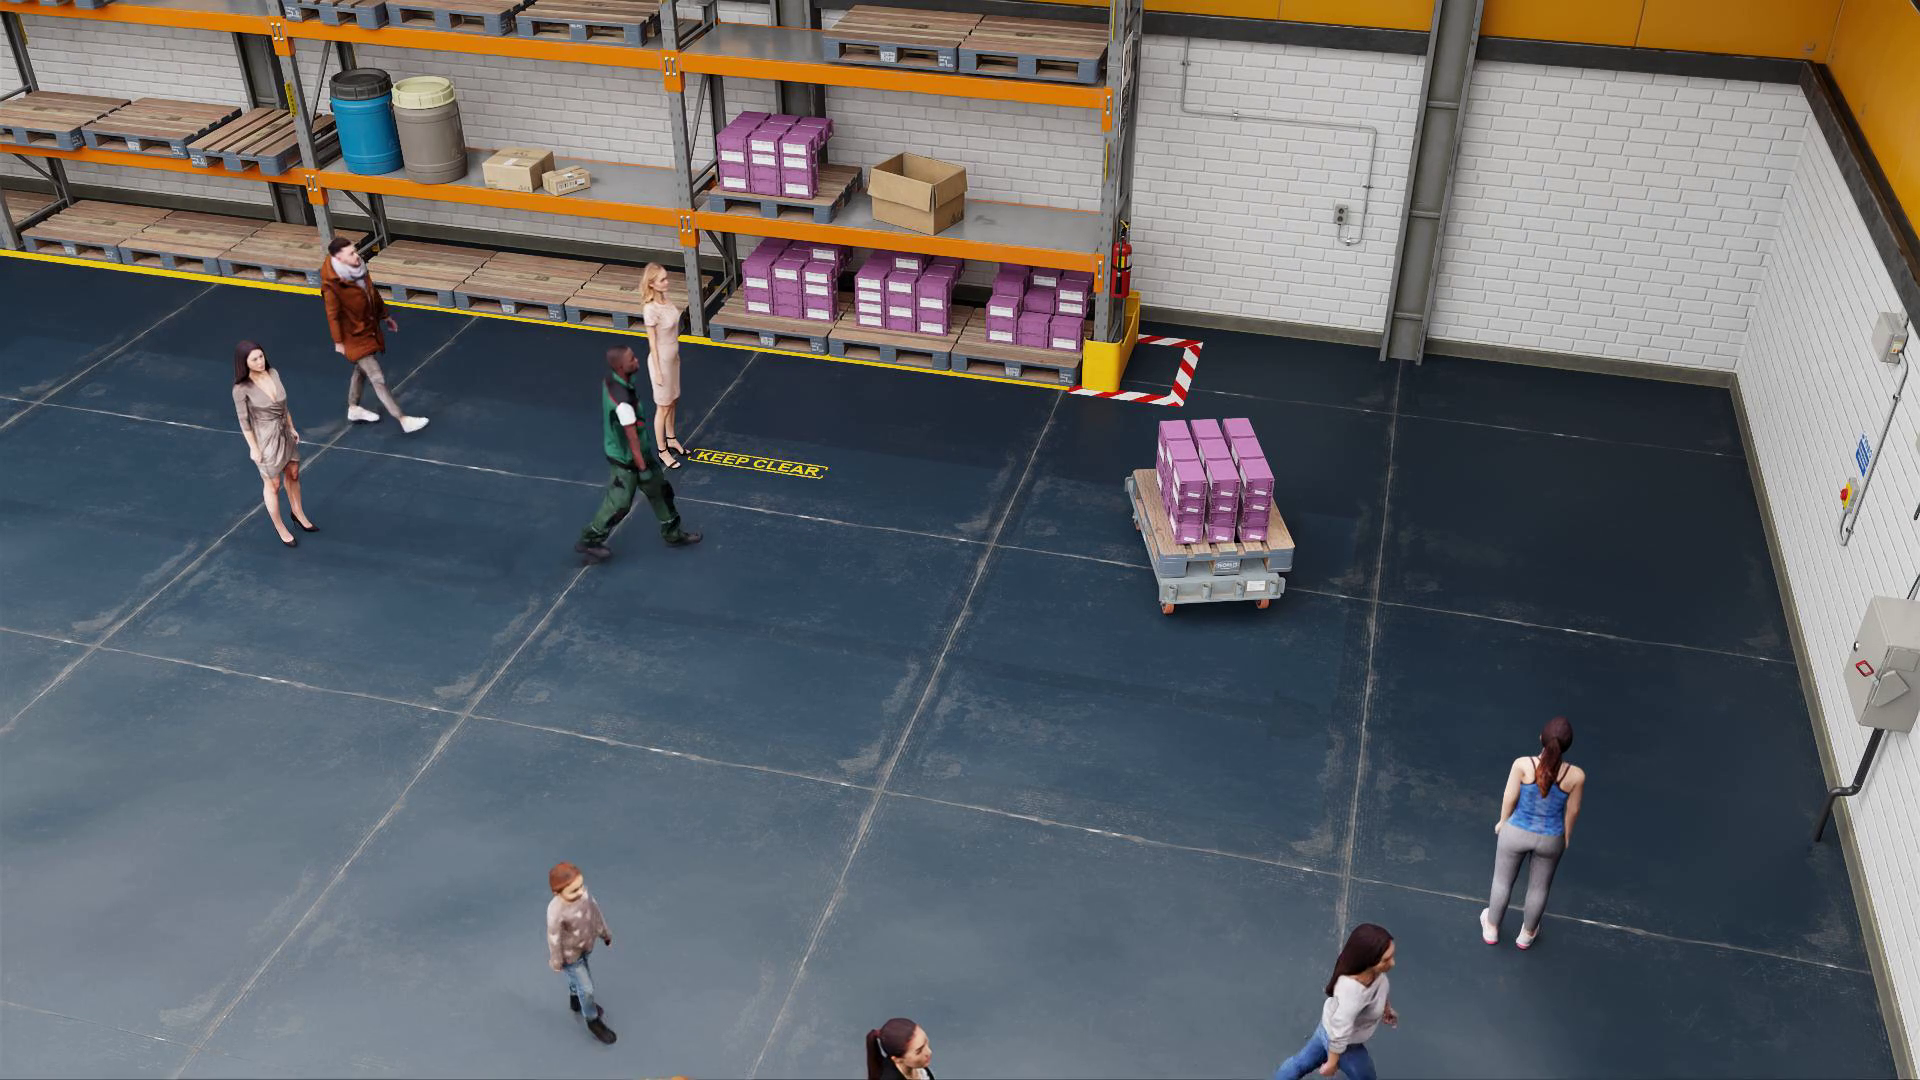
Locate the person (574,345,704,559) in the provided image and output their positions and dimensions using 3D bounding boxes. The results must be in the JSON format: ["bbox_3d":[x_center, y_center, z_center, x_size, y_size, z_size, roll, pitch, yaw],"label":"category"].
[{"bbox_3d":[-2.593,-0.606,12.608,1.331,1.795,1.086,-8,34,-11],"label":"person"}]

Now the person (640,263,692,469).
[{"bbox_3d":[-2.472,-1.468,13.875,0.479,1.830,0.571,8,34,12],"label":"person"}]

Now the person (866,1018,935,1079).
[{"bbox_3d":[-0.272,2.784,7.630,0.560,1.662,0.605,6,34,9],"label":"person"}]

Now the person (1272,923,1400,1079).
[{"bbox_3d":[1.811,2.440,8.226,1.067,1.574,0.598,8,34,12],"label":"person"}]

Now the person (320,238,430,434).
[{"bbox_3d":[-5.246,-1.749,14.333,1.109,1.791,0.769,5,34,8],"label":"person"}]

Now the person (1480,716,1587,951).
[{"bbox_3d":[3.230,1.652,9.380,0.460,1.609,0.621,9,35,13],"label":"person"}]

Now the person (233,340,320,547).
[{"bbox_3d":[-5.330,-0.767,12.896,0.559,1.746,0.633,15,36,21],"label":"person"}]

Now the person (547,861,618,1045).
[{"bbox_3d":[-2.123,2.167,8.992,0.656,1.182,0.546,15,36,21],"label":"person"}]
